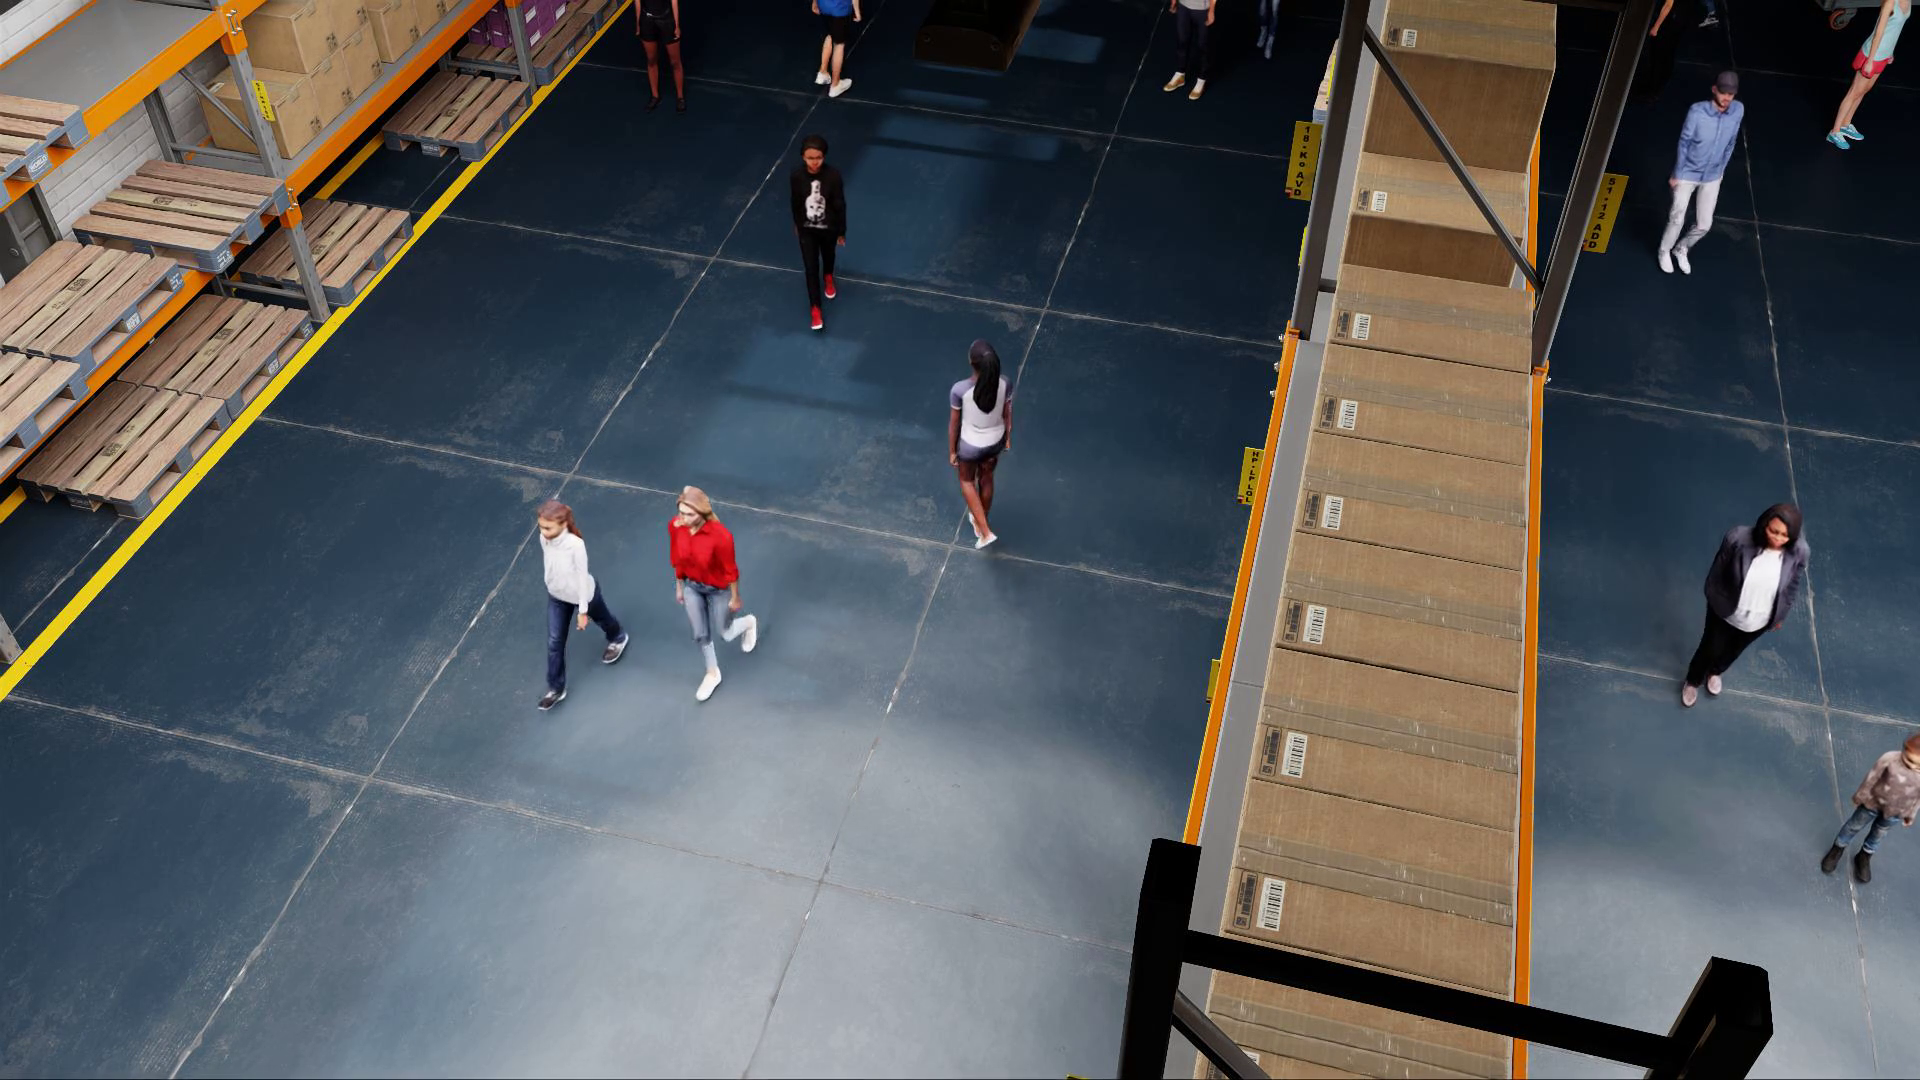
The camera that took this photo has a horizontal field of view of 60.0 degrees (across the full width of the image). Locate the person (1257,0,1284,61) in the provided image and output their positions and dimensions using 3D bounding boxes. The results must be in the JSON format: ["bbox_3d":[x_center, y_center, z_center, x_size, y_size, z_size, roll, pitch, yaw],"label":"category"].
[{"bbox_3d":[3.198,-5.788,16.995,0.665,1.606,0.726,16,46,16],"label":"person"}]

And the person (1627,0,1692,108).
[{"bbox_3d":[6.909,-5.039,16.152,0.663,1.684,0.745,-29,51,-27],"label":"person"}]

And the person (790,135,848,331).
[{"bbox_3d":[-1.157,-2.616,13.650,0.840,1.627,1.157,-3,44,-3],"label":"person"}]

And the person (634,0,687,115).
[{"bbox_3d":[-2.897,-4.957,16.023,0.622,1.743,0.550,7,44,7],"label":"person"}]

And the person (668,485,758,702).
[{"bbox_3d":[-1.571,0.265,10.579,0.683,1.692,0.886,16,46,16],"label":"person"}]

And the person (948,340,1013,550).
[{"bbox_3d":[0.166,-0.597,11.472,0.852,1.707,0.955,-12,45,-13],"label":"person"}]

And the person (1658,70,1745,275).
[{"bbox_3d":[6.199,-3.143,14.023,0.735,1.875,0.717,-1,44,-1],"label":"person"}]

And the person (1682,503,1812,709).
[{"bbox_3d":[4.988,0.355,10.562,0.657,1.585,0.663,9,44,9],"label":"person"}]

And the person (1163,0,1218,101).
[{"bbox_3d":[2.310,-5.254,16.226,0.710,1.893,0.676,26,49,25],"label":"person"}]

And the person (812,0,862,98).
[{"bbox_3d":[-1.277,-5.157,16.153,0.762,1.853,0.812,24,49,23],"label":"person"}]

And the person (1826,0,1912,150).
[{"bbox_3d":[8.585,-4.550,15.573,0.677,1.774,0.755,-28,50,-26],"label":"person"}]

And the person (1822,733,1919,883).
[{"bbox_3d":[5.365,1.512,9.634,0.515,1.189,0.507,18,46,18],"label":"person"}]

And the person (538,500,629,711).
[{"bbox_3d":[-2.413,0.304,10.670,0.580,1.509,1.081,15,46,15],"label":"person"}]

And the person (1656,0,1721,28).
[{"bbox_3d":[7.843,-5.951,17.455,0.684,1.207,0.829,19,47,19],"label":"person"}]
